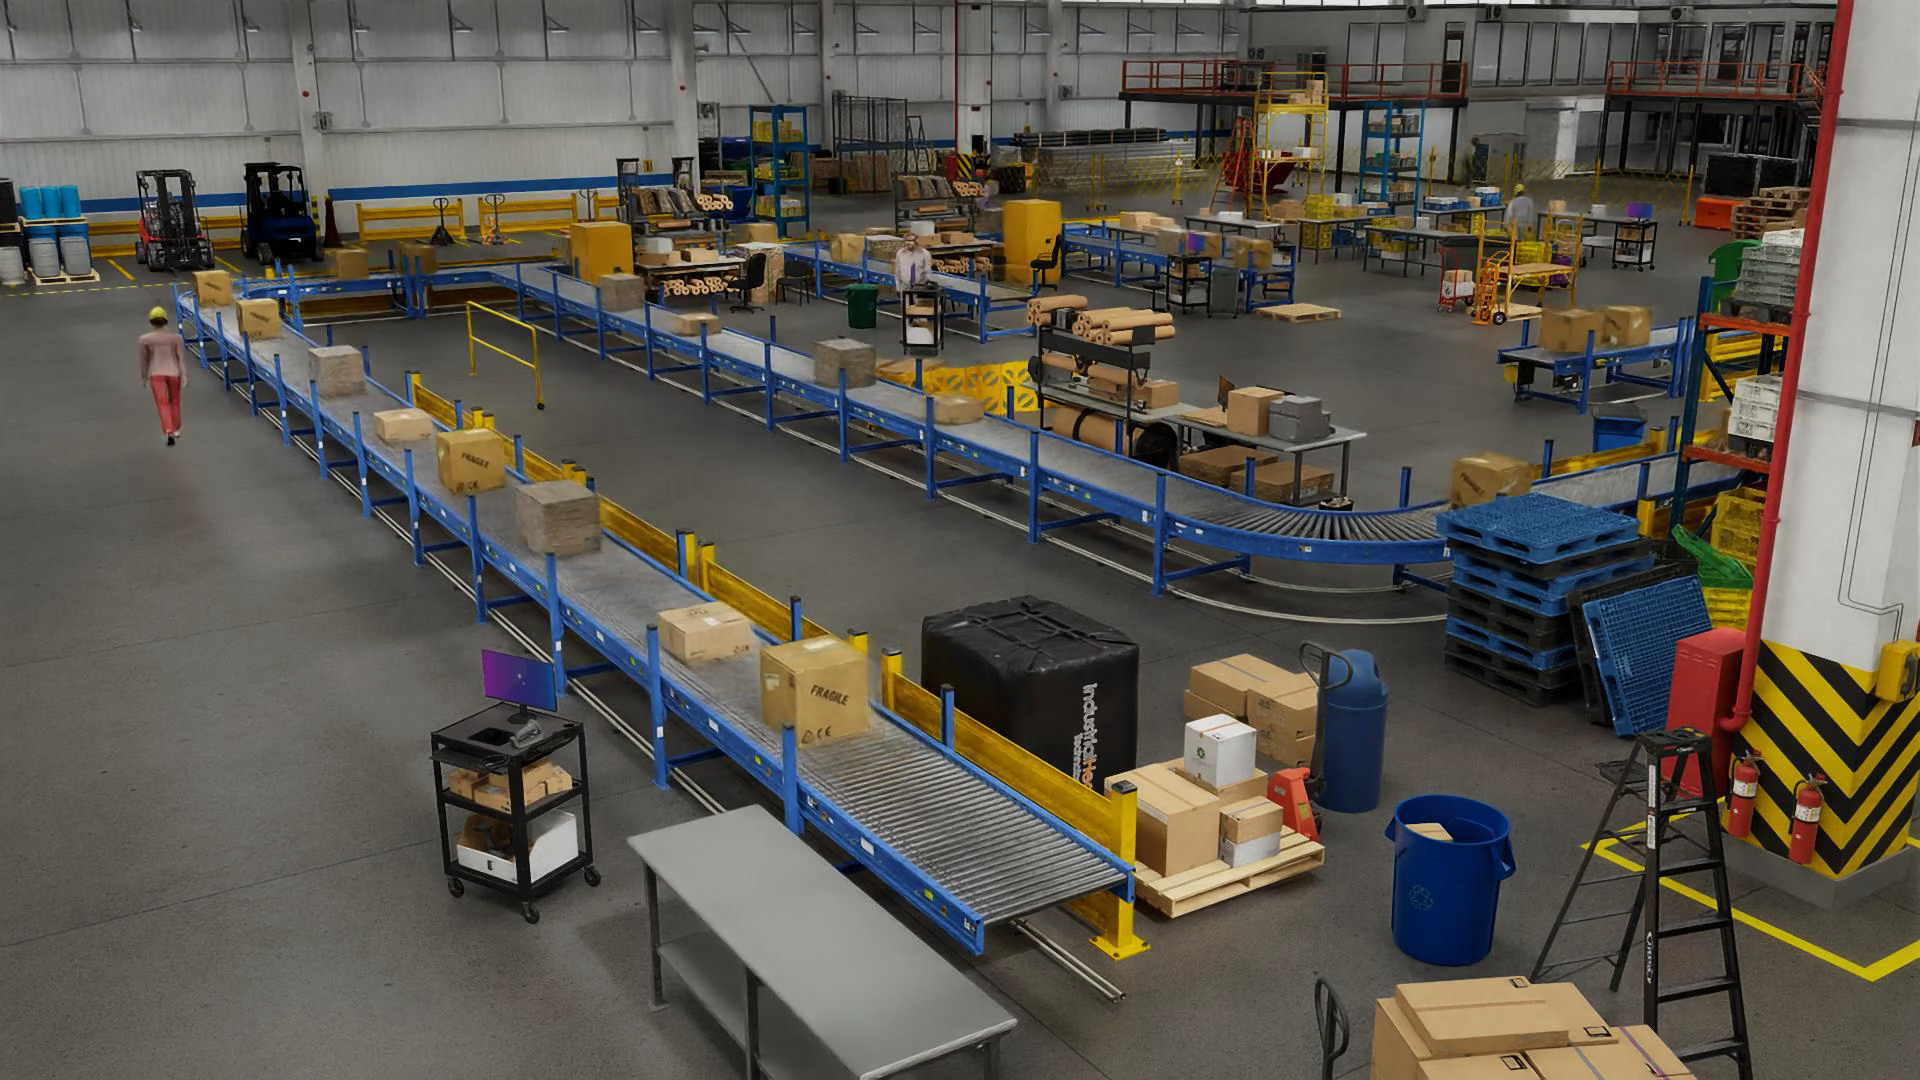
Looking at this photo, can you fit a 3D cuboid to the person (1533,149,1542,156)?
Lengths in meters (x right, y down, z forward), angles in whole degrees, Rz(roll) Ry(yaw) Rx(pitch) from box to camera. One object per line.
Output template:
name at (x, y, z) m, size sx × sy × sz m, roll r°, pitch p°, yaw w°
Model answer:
person at (25.578, -17.861, 73.451) m, size 0.878 × 1.833 × 0.520 m, roll -16°, pitch 23°, yaw -42°

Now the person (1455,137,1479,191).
person at (17.244, -12.760, 56.505) m, size 0.640 × 1.817 × 0.544 m, roll 5°, pitch 17°, yaw 15°

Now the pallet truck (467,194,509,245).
pallet truck at (-11.983, -8.177, 42.137) m, size 0.704 × 1.261 × 1.522 m, roll -11°, pitch 20°, yaw -33°

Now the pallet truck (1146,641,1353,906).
pallet truck at (1.664, 1.407, 10.232) m, size 1.630 × 1.274 × 0.653 m, roll -10°, pitch 20°, yaw -31°

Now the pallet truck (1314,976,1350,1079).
pallet truck at (2.299, 2.390, 7.086) m, size 1.601 × 1.201 × 0.680 m, roll -2°, pitch 17°, yaw -7°

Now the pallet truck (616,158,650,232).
pallet truck at (-8.918, -9.176, 44.255) m, size 0.823 × 1.965 × 1.885 m, roll -9°, pitch 19°, yaw -27°

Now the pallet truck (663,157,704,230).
pallet truck at (-7.586, -9.308, 44.692) m, size 0.823 × 1.965 × 1.885 m, roll -11°, pitch 20°, yaw -33°

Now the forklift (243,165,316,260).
forklift at (-15.898, -7.669, 38.708) m, size 1.157 × 1.987 × 2.680 m, roll -11°, pitch 20°, yaw -33°

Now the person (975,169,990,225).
person at (0.453, -7.825, 39.703) m, size 0.500 × 2.026 × 0.653 m, roll -7°, pitch 18°, yaw -22°

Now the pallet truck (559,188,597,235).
pallet truck at (-10.010, -8.652, 43.699) m, size 0.653 × 1.274 × 1.630 m, roll -10°, pitch 20°, yaw -31°

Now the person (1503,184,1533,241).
person at (12.749, -7.242, 38.129) m, size 0.616 × 1.807 × 0.617 m, roll -2°, pitch 17°, yaw -8°

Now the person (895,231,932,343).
person at (-0.800, -4.241, 28.015) m, size 0.639 × 1.899 × 0.397 m, roll 6°, pitch 18°, yaw 19°

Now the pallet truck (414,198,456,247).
pallet truck at (-13.250, -8.060, 41.856) m, size 0.680 × 1.201 × 1.601 m, roll -10°, pitch 20°, yaw -31°

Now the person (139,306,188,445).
person at (-10.103, -2.096, 21.137) m, size 0.530 × 1.736 × 0.801 m, roll -9°, pitch 19°, yaw -28°

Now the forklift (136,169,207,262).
forklift at (-17.842, -7.318, 37.559) m, size 1.157 × 1.987 × 2.680 m, roll -10°, pitch 20°, yaw -31°
